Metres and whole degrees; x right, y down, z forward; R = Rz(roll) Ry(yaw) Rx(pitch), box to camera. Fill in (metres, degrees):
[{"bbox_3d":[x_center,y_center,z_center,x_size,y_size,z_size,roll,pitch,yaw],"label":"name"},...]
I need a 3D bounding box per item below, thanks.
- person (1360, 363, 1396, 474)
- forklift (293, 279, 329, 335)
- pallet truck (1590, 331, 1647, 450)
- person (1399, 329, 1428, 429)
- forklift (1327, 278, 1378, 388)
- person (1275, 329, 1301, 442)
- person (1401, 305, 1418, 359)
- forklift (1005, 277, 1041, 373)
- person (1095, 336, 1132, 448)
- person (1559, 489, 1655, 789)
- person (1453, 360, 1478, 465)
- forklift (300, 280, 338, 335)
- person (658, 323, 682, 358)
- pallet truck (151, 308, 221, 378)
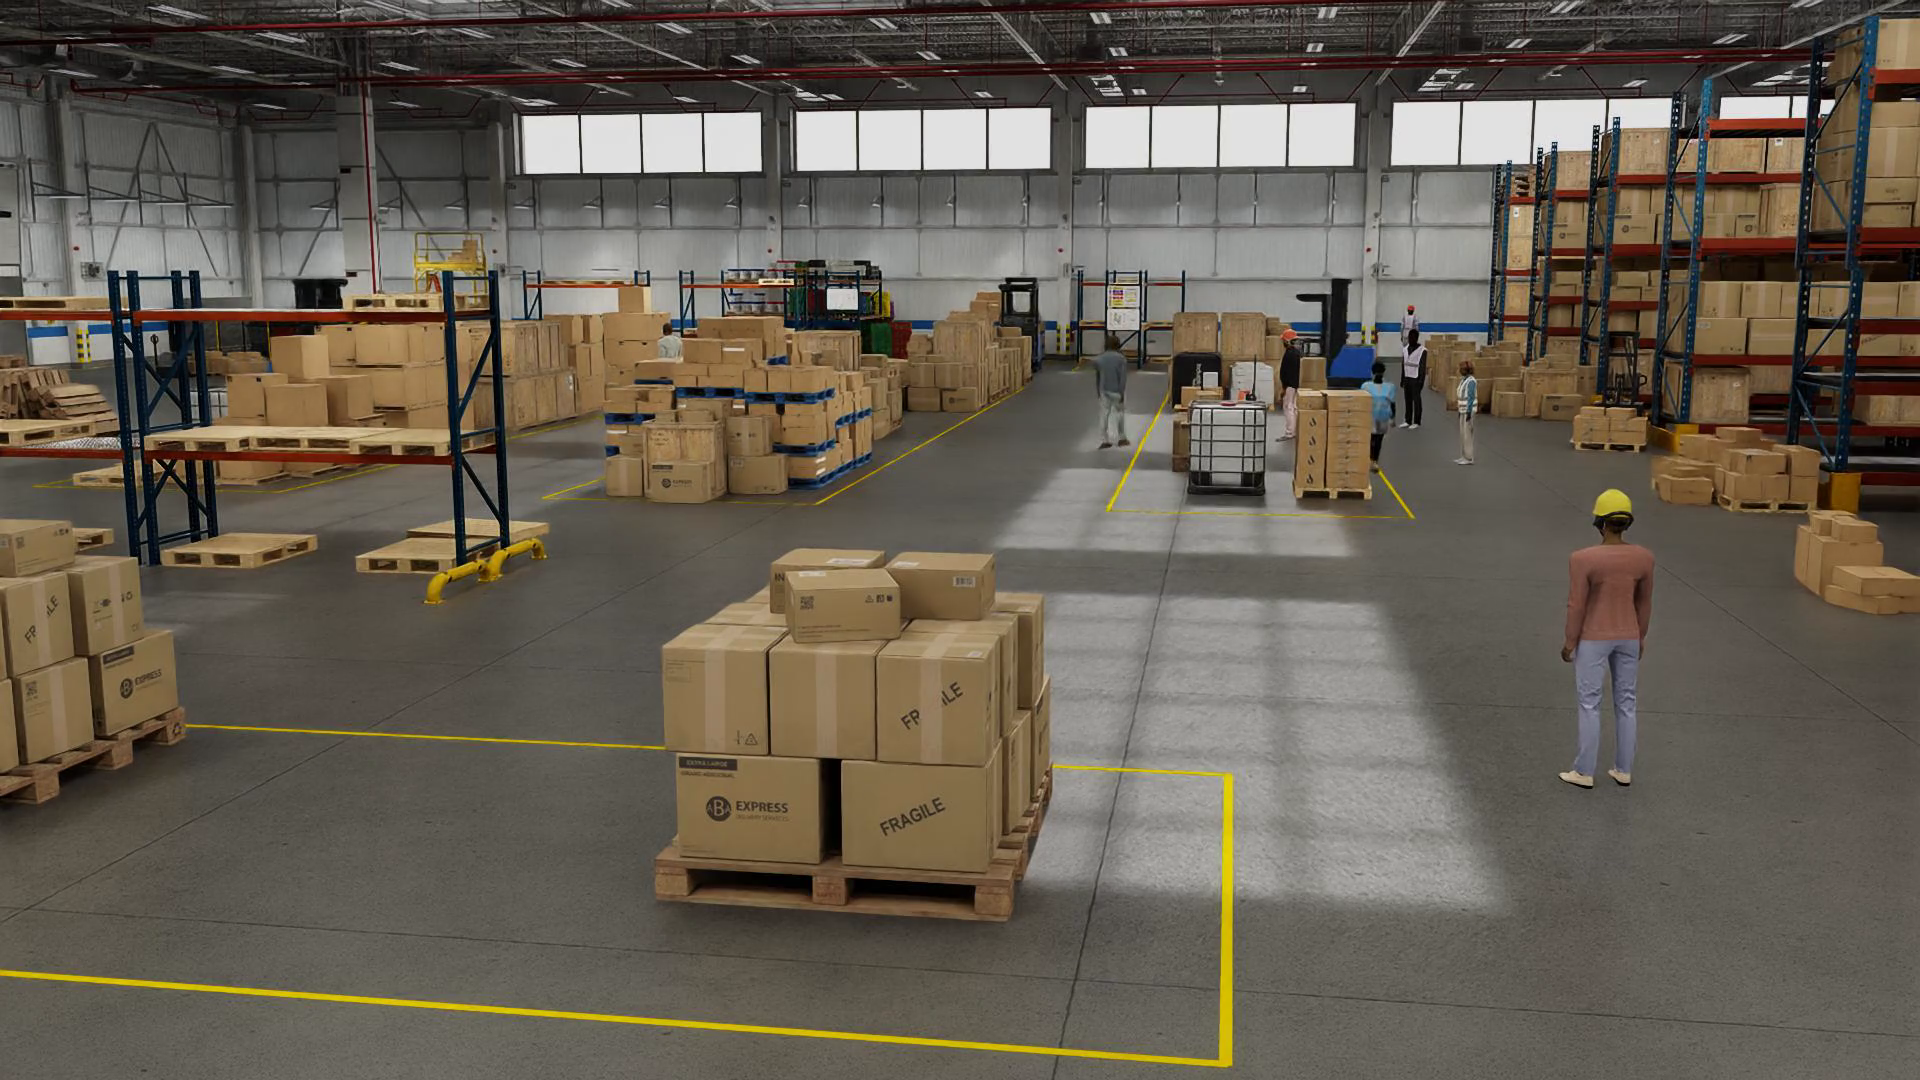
[{"bbox_3d":[6.261,-1.822,24.925,0.546,1.644,0.861,0,9,1],"label":"person"},{"bbox_3d":[-16.288,-5.218,42.099,1.129,2.768,1.873,-7,12,-37],"label":"forklift"},{"bbox_3d":[11.253,-2.573,28.499,0.823,1.965,1.885,5,10,27],"label":"pallet truck"},{"bbox_3d":[8.723,-3.092,31.975,0.397,1.911,0.587,-5,11,-29],"label":"person"},{"bbox_3d":[9.722,-5.301,42.608,1.873,2.768,1.129,3,10,20],"label":"forklift"},{"bbox_3d":[5.830,-2.731,29.482,0.381,1.994,0.615,5,10,27],"label":"person"},{"bbox_3d":[14.317,-6.509,52.958,0.551,1.934,0.373,5,10,28],"label":"person"},{"bbox_3d":[1.812,-6.410,49.449,1.129,2.768,1.873,1,9,9],"label":"forklift"},{"bbox_3d":[2.644,-2.537,28.529,0.648,1.909,0.822,6,11,32],"label":"person"},{"bbox_3d":[3.783,0.582,9.754,0.526,1.768,0.315,-1,9,-9],"label":"person"},{"bbox_3d":[7.938,-1.995,26.066,0.320,1.631,0.524,0,9,0],"label":"person"},{"bbox_3d":[-13.784,-4.216,35.916,1.873,2.768,1.129,1,9,9],"label":"forklift"},{"bbox_3d":[-6.123,-3.599,35.005,0.372,1.940,0.630,6,11,33],"label":"person"},{"bbox_3d":[-21.869,-5.598,47.154,0.823,1.965,1.885,4,10,26],"label":"pallet truck"}]
